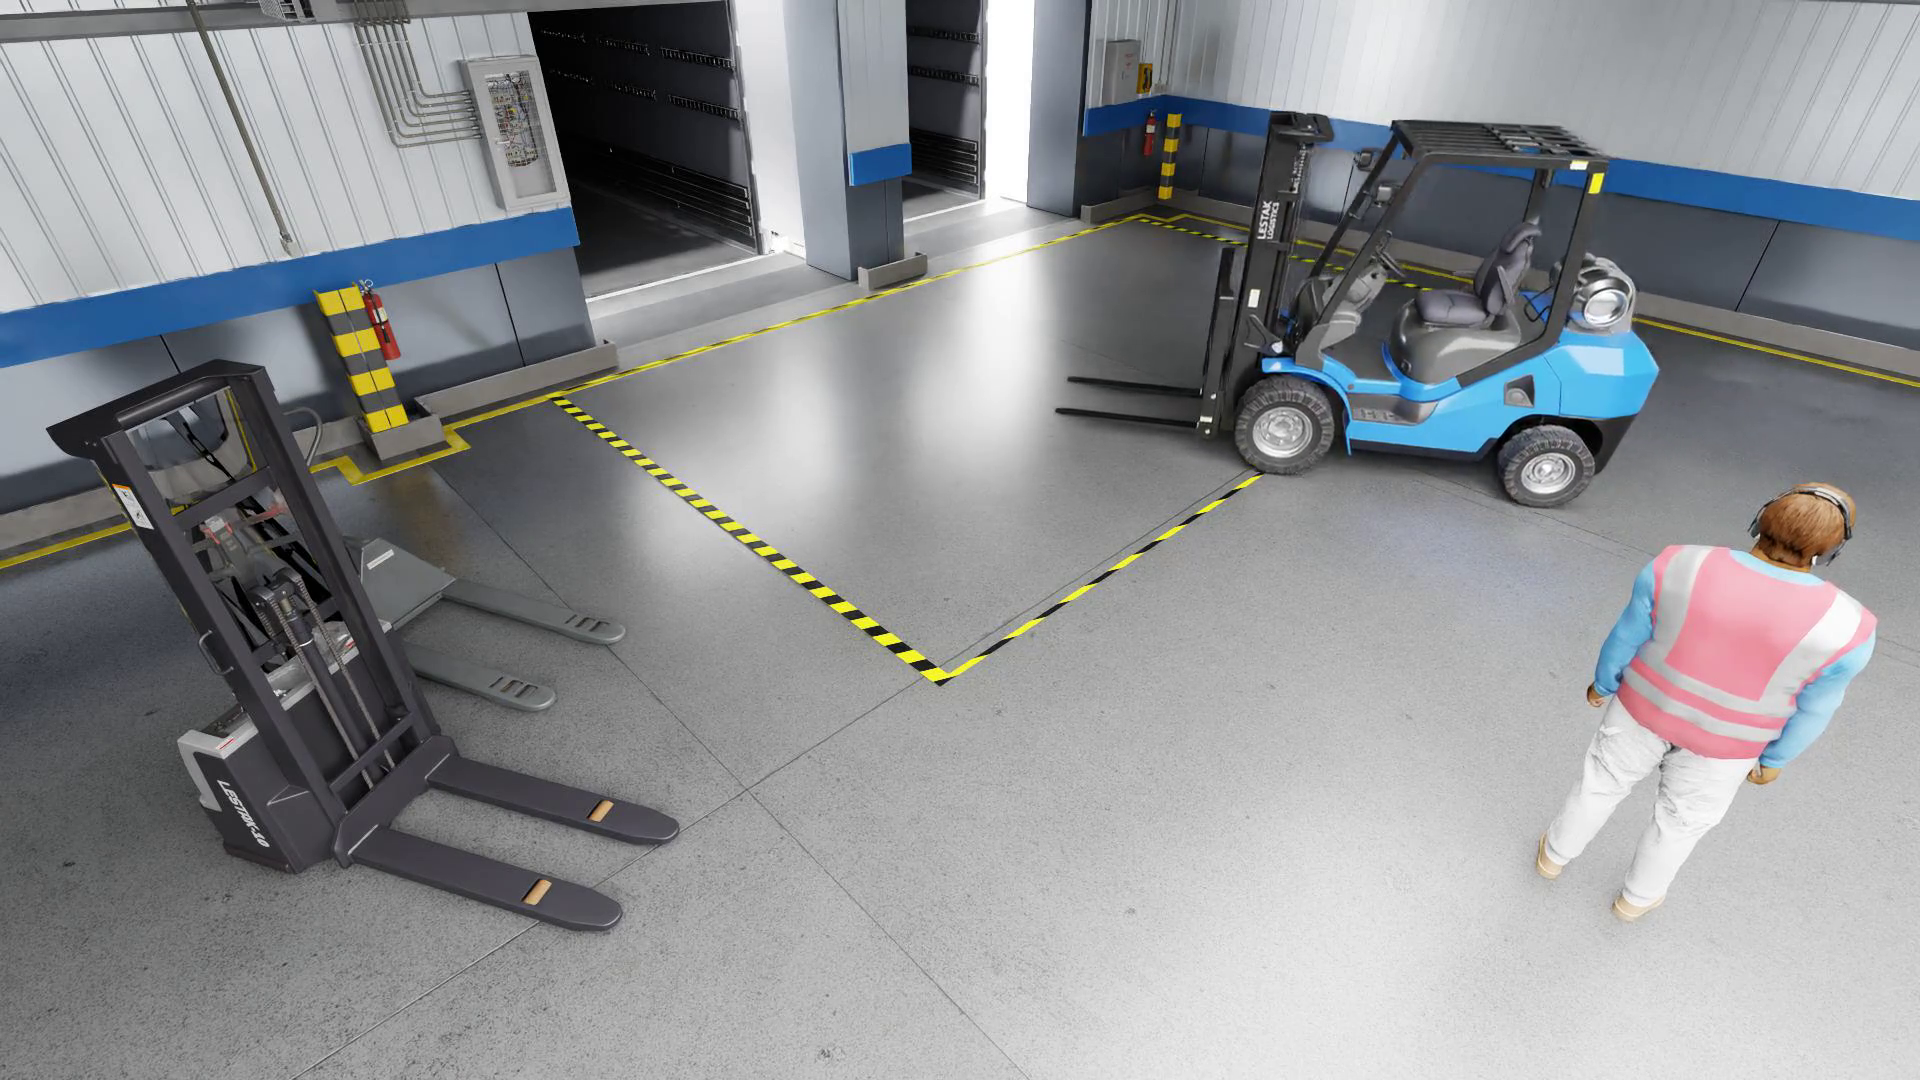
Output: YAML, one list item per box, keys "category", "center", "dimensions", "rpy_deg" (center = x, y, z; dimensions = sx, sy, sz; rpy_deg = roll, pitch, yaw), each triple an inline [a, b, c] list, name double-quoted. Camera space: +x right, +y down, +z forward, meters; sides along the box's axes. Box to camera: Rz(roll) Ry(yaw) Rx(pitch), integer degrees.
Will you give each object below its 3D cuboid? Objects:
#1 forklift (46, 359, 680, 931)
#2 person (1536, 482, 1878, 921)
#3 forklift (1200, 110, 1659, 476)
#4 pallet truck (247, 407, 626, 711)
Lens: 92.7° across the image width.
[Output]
- category: "forklift"
  center: [-2.135, 0.422, 3.354]
  dimensions: [1.885, 1.965, 0.823]
  rpy_deg: [10, 35, 14]
- category: "person"
  center: [2.551, 0.612, 3.211]
  dimensions: [0.430, 1.845, 0.620]
  rpy_deg: [-28, 43, -34]
- category: "forklift"
  center: [3.110, -1.649, 6.084]
  dimensions: [2.680, 2.036, 1.157]
  rpy_deg: [8, 35, 12]
- category: "pallet truck"
  center: [-2.628, 0.038, 4.590]
  dimensions: [1.601, 1.201, 0.680]
  rpy_deg: [12, 36, 18]
